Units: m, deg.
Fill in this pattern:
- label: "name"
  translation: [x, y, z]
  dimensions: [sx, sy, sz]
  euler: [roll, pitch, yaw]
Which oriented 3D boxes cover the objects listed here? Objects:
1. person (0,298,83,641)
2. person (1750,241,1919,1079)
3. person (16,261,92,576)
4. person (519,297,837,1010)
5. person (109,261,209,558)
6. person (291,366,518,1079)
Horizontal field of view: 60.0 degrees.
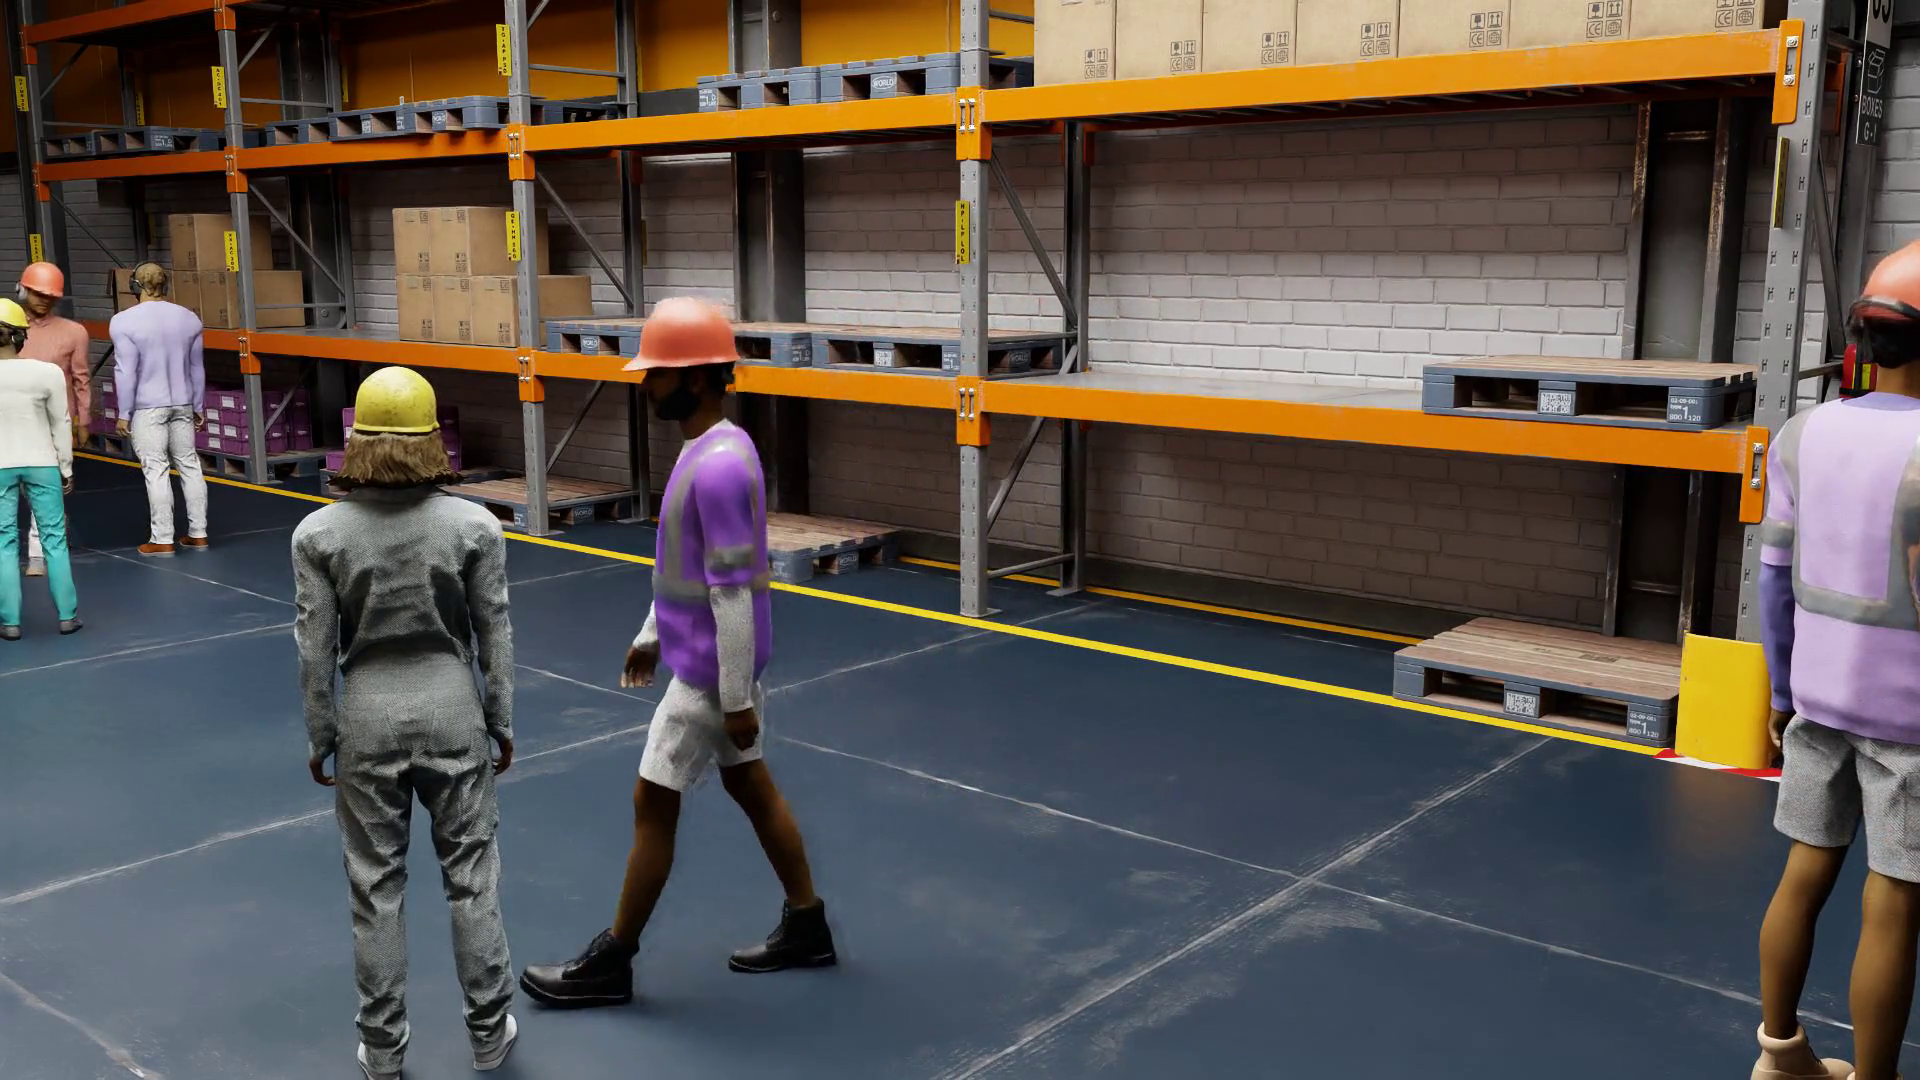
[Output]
- label: "person"
  translation: [-4.881, -0.360, 8.621]
  dimensions: [0.526, 1.765, 0.329]
  euler: [-5, 11, -29]
- label: "person"
  translation: [2.058, 0.366, 3.691]
  dimensions: [0.378, 2.041, 0.615]
  euler: [-3, 10, -18]
- label: "person"
  translation: [-5.846, -0.788, 10.551]
  dimensions: [0.677, 1.942, 0.936]
  euler: [-3, 10, -15]
- label: "person"
  translation: [-0.741, 0.306, 4.472]
  dimensions: [0.860, 1.897, 0.552]
  euler: [-1, 10, -6]
- label: "person"
  translation: [-5.248, -0.854, 10.934]
  dimensions: [0.356, 1.938, 0.633]
  euler: [6, 12, 30]
- label: "person"
  translation: [-1.333, 0.454, 4.044]
  dimensions: [0.493, 1.743, 0.314]
  euler: [-3, 11, -19]
